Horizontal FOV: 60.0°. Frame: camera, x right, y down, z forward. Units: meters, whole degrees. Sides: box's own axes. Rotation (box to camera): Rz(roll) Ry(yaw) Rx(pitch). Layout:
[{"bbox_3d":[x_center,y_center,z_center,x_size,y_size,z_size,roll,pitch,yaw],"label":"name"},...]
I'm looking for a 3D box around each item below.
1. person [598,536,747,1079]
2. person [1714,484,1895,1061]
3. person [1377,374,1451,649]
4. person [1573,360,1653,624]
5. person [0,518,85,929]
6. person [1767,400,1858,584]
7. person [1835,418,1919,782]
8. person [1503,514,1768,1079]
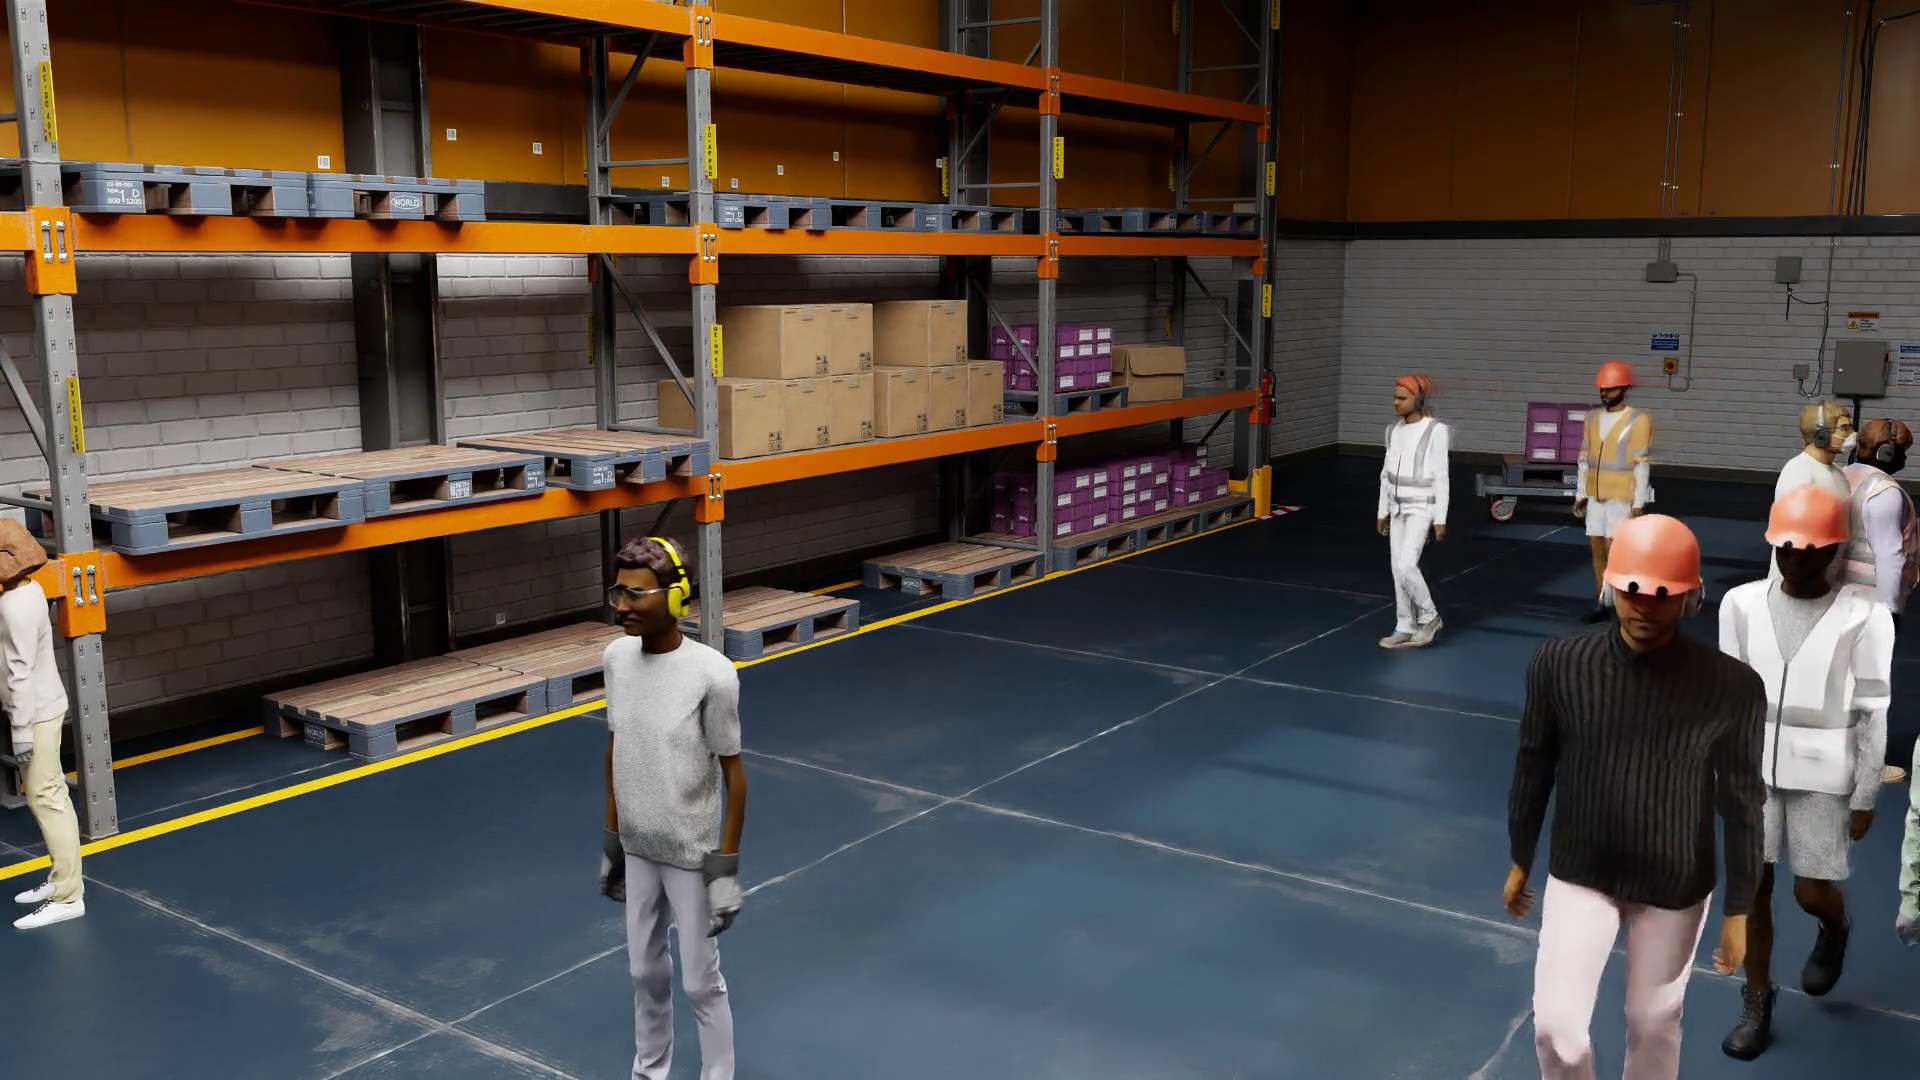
[{"bbox_3d":[-0.836,0.906,4.751,0.519,1.873,0.335,6,11,33],"label":"person"},{"bbox_3d":[2.812,0.749,5.573,0.543,1.920,0.651,9,13,43],"label":"person"},{"bbox_3d":[3.014,-0.175,11.184,0.414,1.869,0.610,-4,10,-24],"label":"person"},{"bbox_3d":[4.713,-0.337,12.021,0.476,1.923,0.546,-5,11,-28],"label":"person"},{"bbox_3d":[-3.709,0.716,6.621,0.287,1.625,0.497,-5,11,-27],"label":"person"},{"bbox_3d":[4.276,0.264,8.372,0.372,1.940,0.630,8,12,40],"label":"person"},{"bbox_3d":[4.635,0.296,8.487,0.429,1.840,0.624,0,10,2],"label":"person"},{"bbox_3d":[1.774,0.907,4.425,0.655,1.972,0.542,5,11,27],"label":"person"}]
